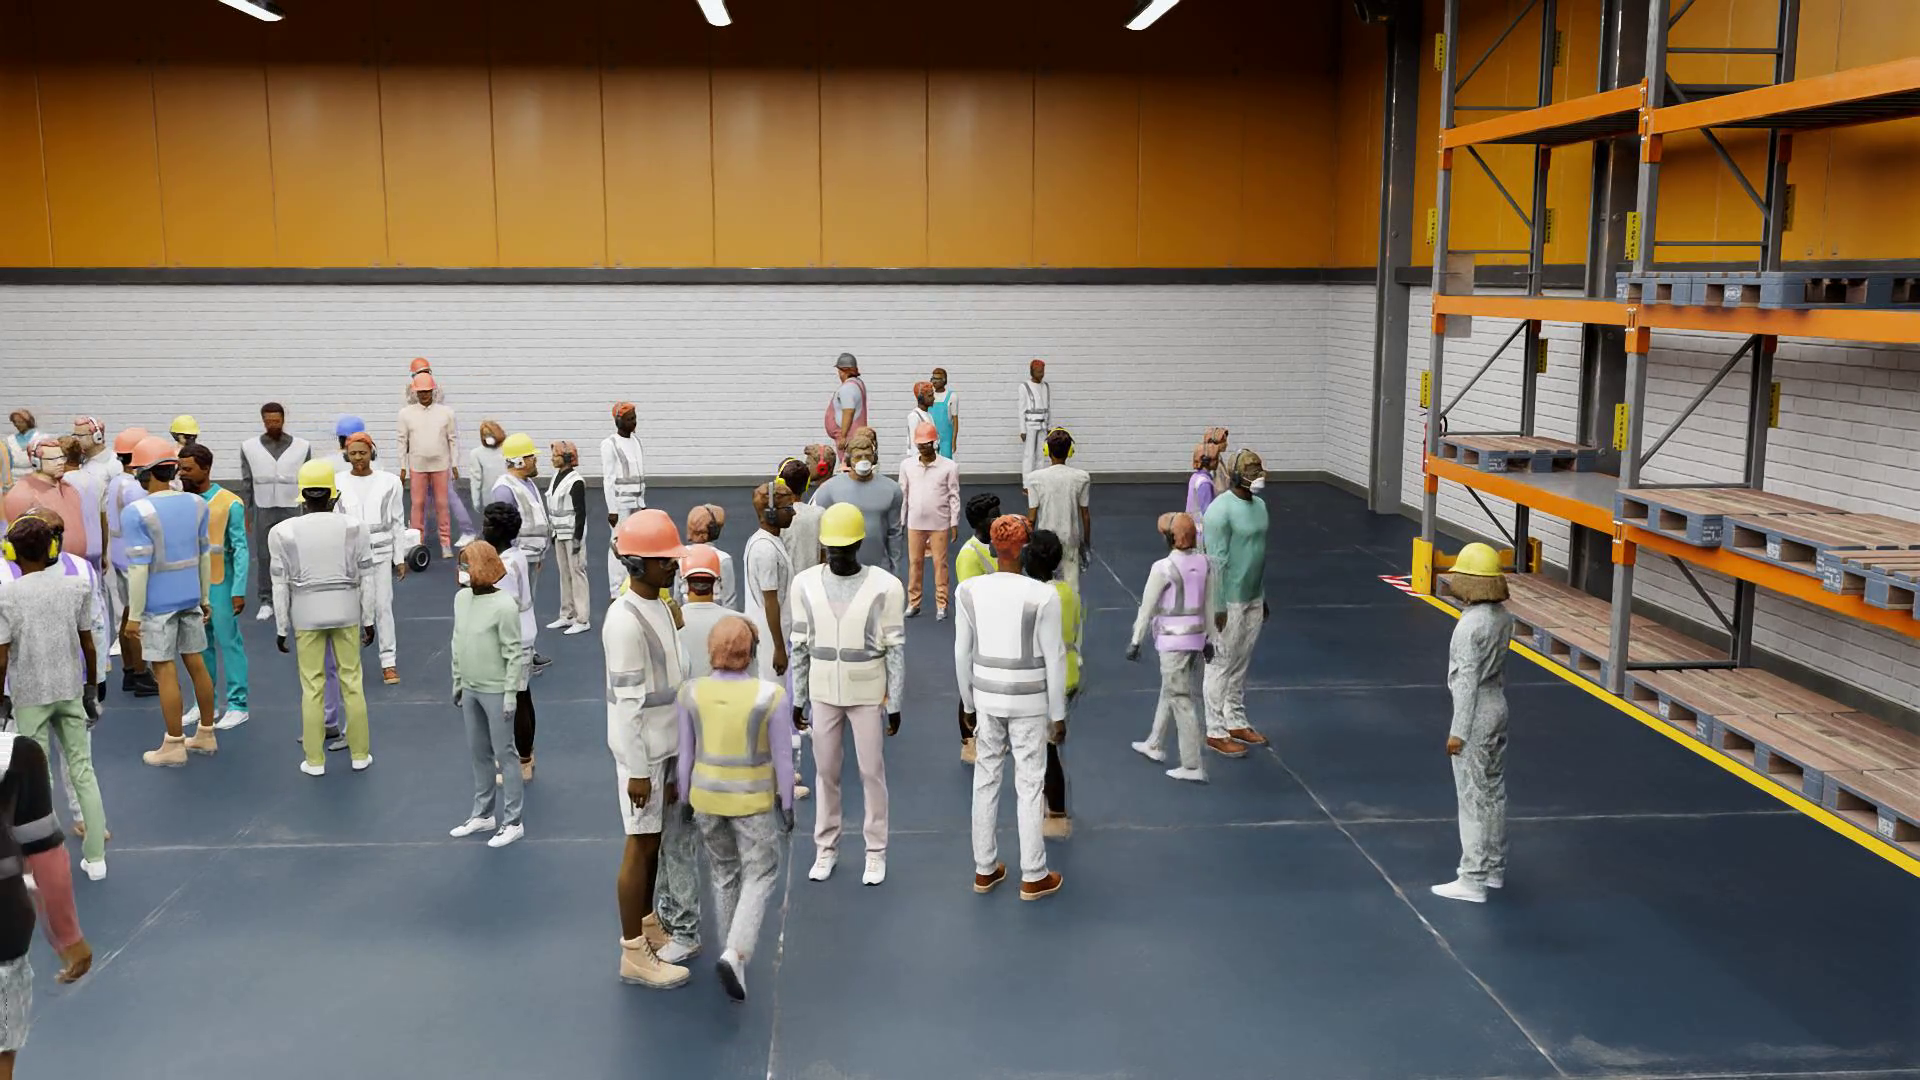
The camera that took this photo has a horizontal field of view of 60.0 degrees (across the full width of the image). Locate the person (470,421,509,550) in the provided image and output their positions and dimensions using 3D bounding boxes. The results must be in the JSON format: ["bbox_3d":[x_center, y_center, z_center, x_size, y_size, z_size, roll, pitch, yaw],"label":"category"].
[{"bbox_3d":[-4.595,-0.399,16.593,0.522,1.582,0.770,-2,9,-13],"label":"person"}]

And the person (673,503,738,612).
[{"bbox_3d":[-1.544,0.596,10.163,0.513,1.642,0.313,8,12,40],"label":"person"}]

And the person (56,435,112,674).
[{"bbox_3d":[-6.627,0.132,12.497,0.357,1.835,0.518,4,10,22],"label":"person"}]

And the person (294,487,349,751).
[{"bbox_3d":[-4.055,0.459,10.638,0.525,1.769,0.310,7,11,36],"label":"person"}]

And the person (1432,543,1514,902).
[{"bbox_3d":[2.495,0.877,8.084,0.320,1.742,0.492,8,12,40],"label":"person"}]

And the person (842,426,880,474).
[{"bbox_3d":[-0.910,-0.252,15.553,0.278,1.628,0.503,8,12,40],"label":"person"}]

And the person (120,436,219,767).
[{"bbox_3d":[-4.909,0.379,10.275,0.392,2.041,0.615,4,10,21],"label":"person"}]

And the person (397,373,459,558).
[{"bbox_3d":[-5.668,-0.787,17.745,0.625,1.992,0.386,-3,10,-18],"label":"person"}]

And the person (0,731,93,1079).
[{"bbox_3d":[-3.043,1.208,5.119,0.618,2.026,0.424,0,9,1],"label":"person"}]

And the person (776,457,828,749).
[{"bbox_3d":[-1.064,0.402,10.672,0.323,1.871,0.530,9,13,44],"label":"person"}]

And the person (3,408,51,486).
[{"bbox_3d":[-9.873,-0.599,17.716,0.528,1.621,0.537,-1,9,-8],"label":"person"}]

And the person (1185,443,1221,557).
[{"bbox_3d":[2.030,0.003,13.895,0.308,1.639,0.523,0,9,-1],"label":"person"}]

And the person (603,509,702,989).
[{"bbox_3d":[-1.310,0.878,7.133,0.376,2.042,0.615,0,9,1],"label":"person"}]

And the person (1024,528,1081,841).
[{"bbox_3d":[0.406,0.775,8.933,0.498,1.681,0.537,5,10,27],"label":"person"}]

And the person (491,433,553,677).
[{"bbox_3d":[-3.316,0.105,12.634,0.403,1.837,0.588,0,9,3],"label":"person"}]

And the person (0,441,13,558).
[{"bbox_3d":[-8.427,-0.232,14.472,0.370,1.927,0.588,-5,10,-29],"label":"person"}]

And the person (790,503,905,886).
[{"bbox_3d":[-0.562,0.761,8.265,0.587,1.920,0.396,2,9,12],"label":"person"}]

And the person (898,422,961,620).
[{"bbox_3d":[-0.285,-0.163,14.583,0.573,1.749,0.343,2,9,14],"label":"person"}]

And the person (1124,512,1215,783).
[{"bbox_3d":[1.227,0.629,10.037,0.711,1.615,0.517,9,12,43],"label":"person"}]

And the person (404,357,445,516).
[{"bbox_3d":[-6.750,-1.300,20.965,0.396,1.992,0.623,6,11,32],"label":"person"}]

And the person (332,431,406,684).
[{"bbox_3d":[-4.386,0.141,12.267,0.574,1.883,0.356,-3,10,-20],"label":"person"}]

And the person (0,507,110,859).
[{"bbox_3d":[-4.778,0.735,8.724,0.431,1.837,0.623,7,11,37],"label":"person"}]

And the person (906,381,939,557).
[{"bbox_3d":[-0.395,-0.769,17.987,0.355,1.882,0.575,2,9,12],"label":"person"}]

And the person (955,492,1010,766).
[{"bbox_3d":[0.141,0.546,10.307,0.318,1.697,0.534,3,9,17],"label":"person"}]

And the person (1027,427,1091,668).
[{"bbox_3d":[0.753,0.068,12.769,0.513,1.872,0.328,-1,9,-4],"label":"person"}]

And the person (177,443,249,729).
[{"bbox_3d":[-5.017,0.303,11.139,0.590,1.918,0.391,3,10,19],"label":"person"}]

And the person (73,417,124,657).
[{"bbox_3d":[-6.877,-0.028,13.254,0.651,1.906,0.409,4,10,22],"label":"person"}]

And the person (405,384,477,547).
[{"bbox_3d":[-5.841,-0.811,18.407,0.967,1.846,0.719,-5,11,-31],"label":"person"}]

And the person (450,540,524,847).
[{"bbox_3d":[-2.528,0.808,8.858,0.507,1.633,0.278,7,11,36],"label":"person"}]

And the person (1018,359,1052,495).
[{"bbox_3d":[1.038,-1.540,22.854,0.585,1.879,0.371,-8,12,-42],"label":"person"}]

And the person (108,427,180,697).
[{"bbox_3d":[-5.918,0.156,12.001,0.379,1.938,0.547,-8,12,-39],"label":"person"}]

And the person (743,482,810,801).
[{"bbox_3d":[-1.074,0.580,9.627,0.345,1.846,0.508,-2,9,-13],"label":"person"}]

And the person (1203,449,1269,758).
[{"bbox_3d":[1.768,0.386,10.552,0.371,1.941,0.627,7,11,37],"label":"person"}]

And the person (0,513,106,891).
[{"bbox_3d":[-4.500,0.799,8.174,0.335,1.873,0.520,8,12,41],"label":"person"}]

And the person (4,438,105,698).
[{"bbox_3d":[-6.281,0.241,11.567,0.410,1.909,0.643,1,9,5],"label":"person"}]

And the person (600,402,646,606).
[{"bbox_3d":[-3.030,-0.313,15.117,0.351,1.882,0.581,3,10,19],"label":"person"}]

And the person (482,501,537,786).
[{"bbox_3d":[-2.688,0.610,9.903,0.321,1.697,0.529,-1,9,-7],"label":"person"}]

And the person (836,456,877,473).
[{"bbox_3d":[-0.751,0.192,12.353,0.330,1.751,0.565,-1,9,-4],"label":"person"}]

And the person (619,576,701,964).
[{"bbox_3d":[-1.350,0.997,7.375,0.320,1.729,0.486,-6,11,-32],"label":"person"}]

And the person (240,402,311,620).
[{"bbox_3d":[-6.025,-0.264,14.698,0.596,1.916,0.373,-4,10,-22],"label":"person"}]

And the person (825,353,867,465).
[{"bbox_3d":[-1.472,-1.385,21.354,0.536,2.000,0.672,2,9,12],"label":"person"}]

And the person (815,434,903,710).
[{"bbox_3d":[-0.684,0.231,11.530,0.631,1.940,0.372,-3,10,-21],"label":"person"}]

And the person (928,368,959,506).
[{"bbox_3d":[-0.265,-1.288,21.355,0.504,1.847,0.345,4,10,24],"label":"person"}]

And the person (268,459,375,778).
[{"bbox_3d":[-3.838,0.472,10.049,0.585,1.927,0.366,-4,10,-26],"label":"person"}]

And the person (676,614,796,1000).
[{"bbox_3d":[-0.954,1.117,6.973,0.529,1.616,0.615,2,9,13],"label":"person"}]

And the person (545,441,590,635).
[{"bbox_3d":[-3.316,-0.026,14.071,0.311,1.642,0.512,-7,11,-37],"label":"person"}]

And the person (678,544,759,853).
[{"bbox_3d":[-1.252,0.884,8.054,0.574,1.738,0.354,-3,10,-19],"label":"person"}]

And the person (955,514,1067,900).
[{"bbox_3d":[0.254,0.808,8.080,0.576,1.882,0.355,4,10,26],"label":"person"}]

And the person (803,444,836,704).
[{"bbox_3d":[-0.928,0.236,11.782,0.373,1.843,0.570,-2,9,-11],"label":"person"}]

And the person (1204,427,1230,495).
[{"bbox_3d":[2.328,-0.219,15.291,0.306,1.640,0.522,3,9,16],"label":"person"}]

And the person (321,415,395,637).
[{"bbox_3d":[-4.896,-0.061,13.509,0.627,1.888,1.015,1,9,5],"label":"person"}]
